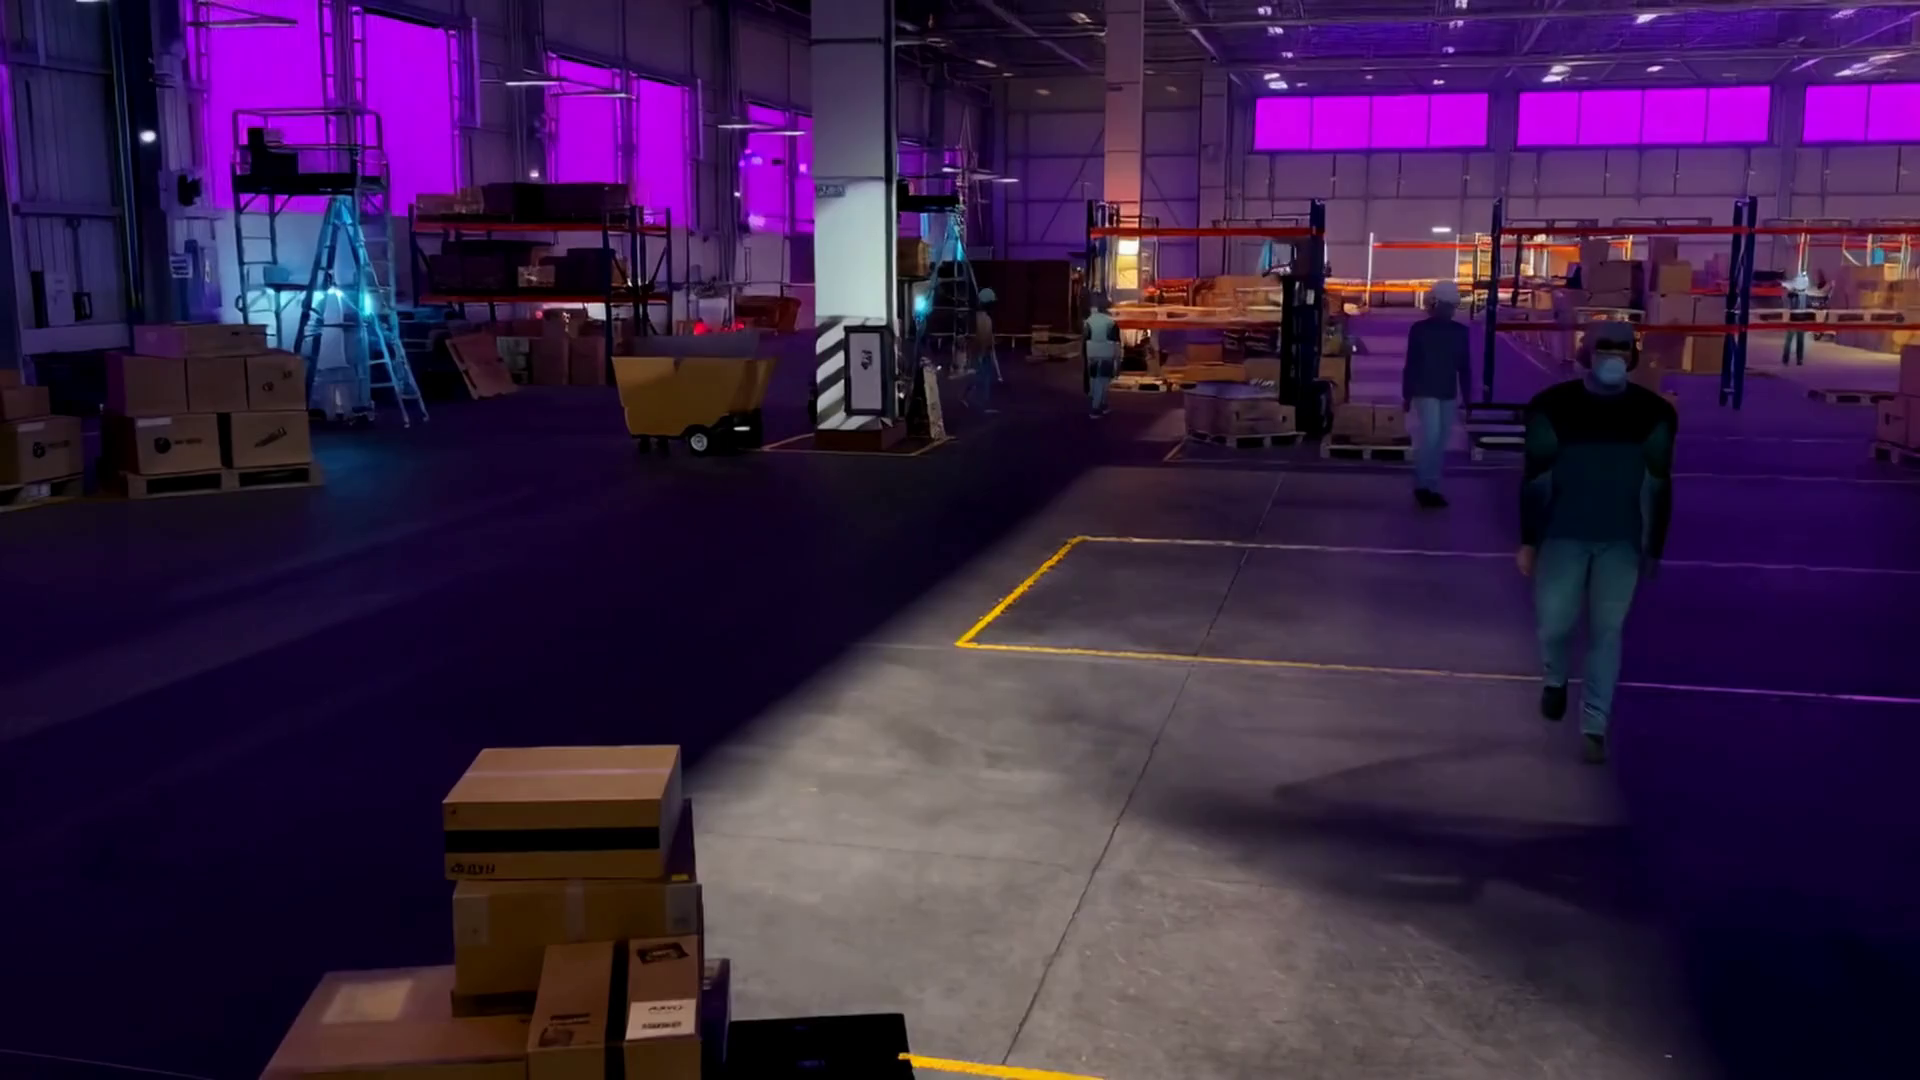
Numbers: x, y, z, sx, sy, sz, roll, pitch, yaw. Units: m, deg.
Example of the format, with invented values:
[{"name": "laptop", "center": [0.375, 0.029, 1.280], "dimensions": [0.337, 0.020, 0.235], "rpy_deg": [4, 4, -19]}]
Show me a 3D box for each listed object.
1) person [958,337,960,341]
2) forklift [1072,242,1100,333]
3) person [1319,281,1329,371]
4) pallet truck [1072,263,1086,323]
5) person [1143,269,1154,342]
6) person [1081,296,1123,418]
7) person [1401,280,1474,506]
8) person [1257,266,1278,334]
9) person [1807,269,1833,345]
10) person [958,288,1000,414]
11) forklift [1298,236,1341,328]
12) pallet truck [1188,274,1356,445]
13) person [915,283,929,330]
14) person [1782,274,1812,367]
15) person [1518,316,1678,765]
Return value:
[{"name": "person", "center": [-0.040, -6.024, 43.581], "dimensions": [0.520, 1.626, 0.475], "rpy_deg": [7, 12, 35]}, {"name": "forklift", "center": [4.155, -7.286, 47.305], "dimensions": [1.873, 2.768, 1.129], "rpy_deg": [2, 10, 14]}, {"name": "person", "center": [6.901, -4.108, 31.960], "dimensions": [0.485, 1.736, 0.321], "rpy_deg": [-5, 11, -28]}, {"name": "pallet truck", "center": [4.325, -8.180, 55.162], "dimensions": [0.823, 1.965, 1.885], "rpy_deg": [6, 11, 31]}, {"name": "person", "center": [4.716, -6.068, 42.993], "dimensions": [0.635, 1.920, 0.668], "rpy_deg": [-9, 13, -42]}, {"name": "person", "center": [1.975, -2.510, 22.779], "dimensions": [0.552, 1.644, 0.871], "rpy_deg": [6, 11, 30]}, {"name": "person", "center": [4.186, -1.268, 14.511], "dimensions": [0.645, 1.978, 0.442], "rpy_deg": [-4, 10, -21]}, {"name": "person", "center": [8.737, -6.845, 47.511], "dimensions": [0.660, 1.923, 0.473], "rpy_deg": [7, 12, 36]}, {"name": "person", "center": [21.659, -5.875, 41.930], "dimensions": [0.602, 1.889, 0.889], "rpy_deg": [3, 10, 16]}, {"name": "person", "center": [0.285, -2.618, 23.131], "dimensions": [0.479, 1.753, 0.533], "rpy_deg": [1, 10, 8]}, {"name": "forklift", "center": [10.725, -7.955, 51.239], "dimensions": [1.873, 2.768, 1.129], "rpy_deg": [-2, 10, -12]}, {"name": "pallet truck", "center": [3.653, -2.138, 19.590], "dimensions": [1.885, 1.965, 0.823], "rpy_deg": [-4, 10, -20]}, {"name": "person", "center": [-1.141, -7.325, 50.350], "dimensions": [0.393, 1.928, 0.543], "rpy_deg": [7, 12, 34]}, {"name": "person", "center": [16.723, -4.386, 33.271], "dimensions": [0.507, 1.846, 0.345], "rpy_deg": [5, 11, 27]}, {"name": "person", "center": [2.768, -0.015, 7.284], "dimensions": [0.632, 1.927, 0.571], "rpy_deg": [3, 10, 17]}]
